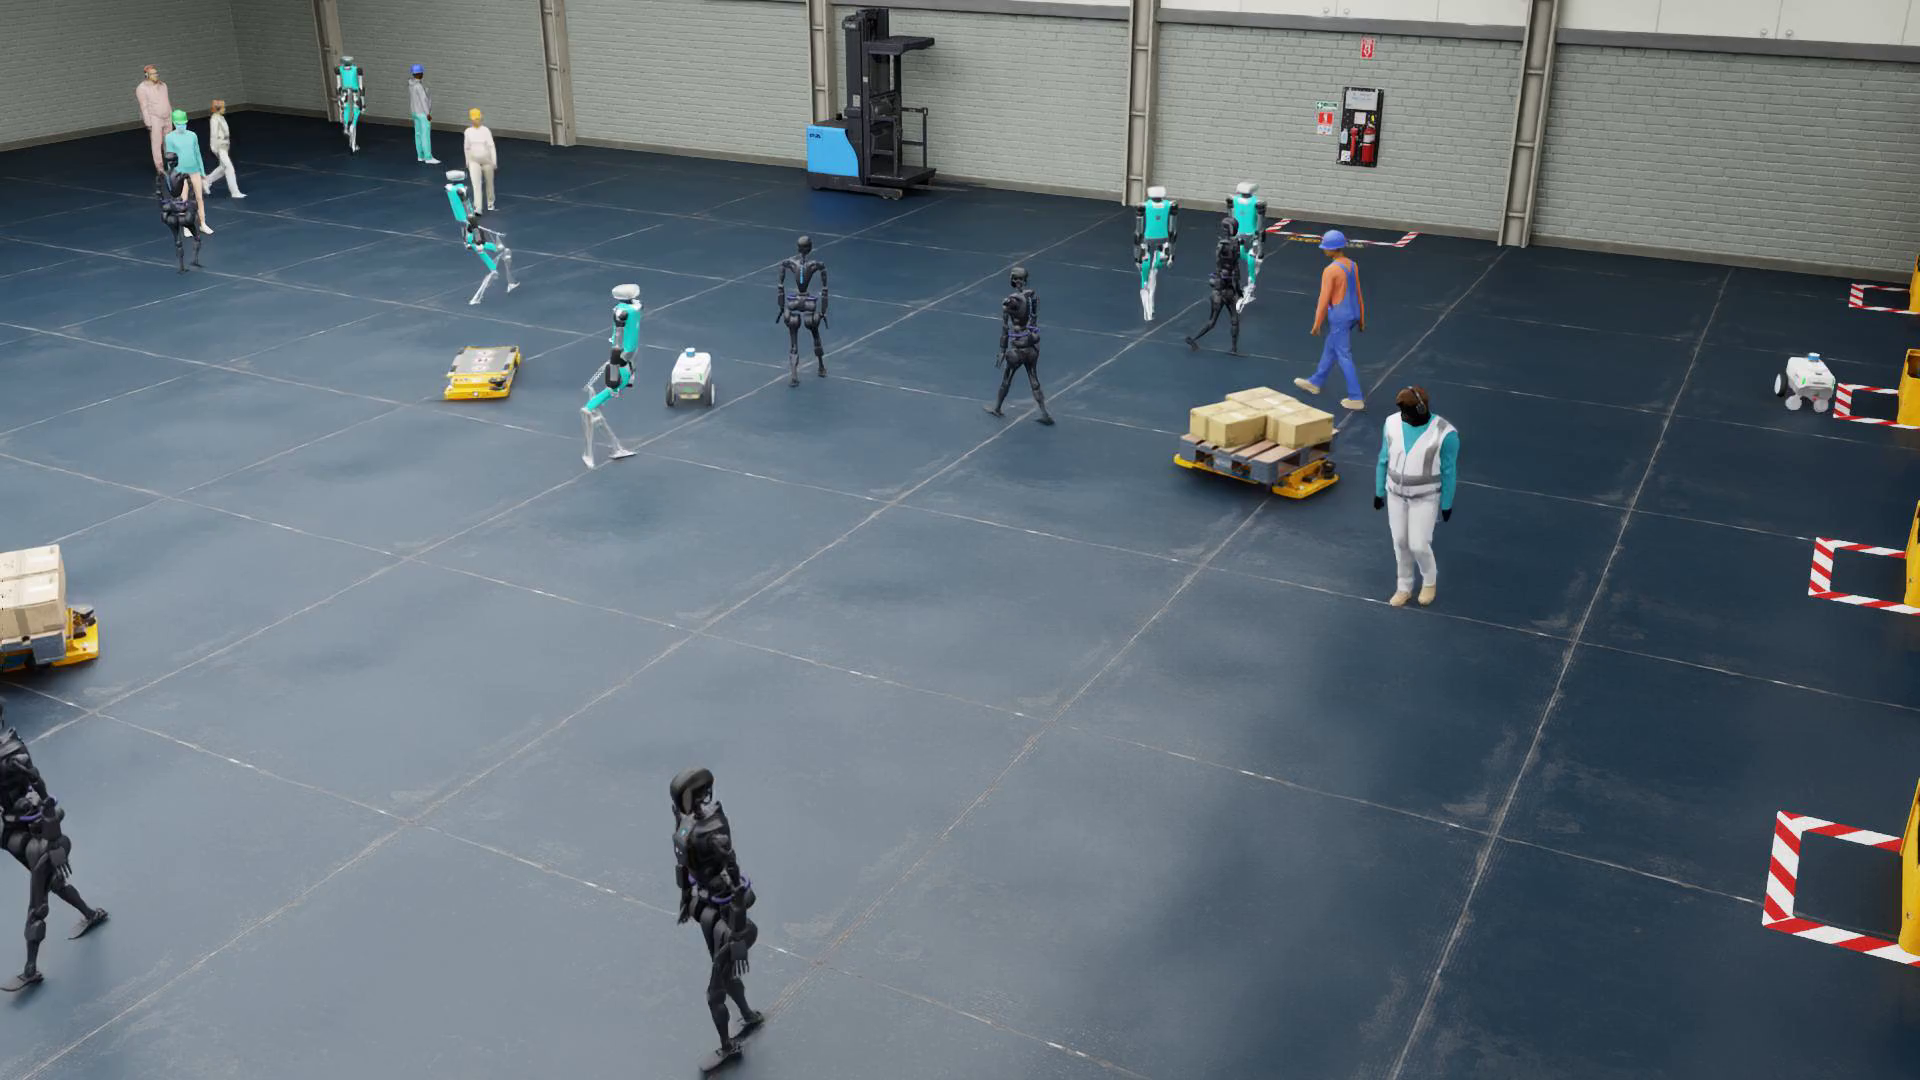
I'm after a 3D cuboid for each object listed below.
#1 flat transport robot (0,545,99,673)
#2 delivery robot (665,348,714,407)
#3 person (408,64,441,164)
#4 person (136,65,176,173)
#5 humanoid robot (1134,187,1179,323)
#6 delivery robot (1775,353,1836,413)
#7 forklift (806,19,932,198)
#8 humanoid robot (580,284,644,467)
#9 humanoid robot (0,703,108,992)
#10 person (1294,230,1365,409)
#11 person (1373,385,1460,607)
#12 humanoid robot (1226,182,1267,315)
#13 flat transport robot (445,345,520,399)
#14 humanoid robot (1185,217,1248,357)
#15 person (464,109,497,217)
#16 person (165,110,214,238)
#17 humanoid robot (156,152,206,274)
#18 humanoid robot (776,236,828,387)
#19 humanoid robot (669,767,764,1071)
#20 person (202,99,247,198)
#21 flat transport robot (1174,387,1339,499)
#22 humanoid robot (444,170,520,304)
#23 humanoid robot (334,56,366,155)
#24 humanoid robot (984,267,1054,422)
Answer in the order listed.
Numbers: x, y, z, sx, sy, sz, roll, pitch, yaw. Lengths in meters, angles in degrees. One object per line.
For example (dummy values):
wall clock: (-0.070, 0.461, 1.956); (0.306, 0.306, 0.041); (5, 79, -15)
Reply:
flat transport robot: (-7.145, 0.829, 12.234); (1.431, 0.231, 0.659); (-11, 26, -24)
delivery robot: (-2.885, -1.742, 17.877); (0.499, 0.612, 0.796); (0, 23, -1)
person: (-9.832, -7.777, 30.361); (0.359, 1.778, 0.526); (-19, 30, -37)
person: (-14.063, -7.366, 29.240); (0.412, 1.907, 0.642); (8, 25, 19)
humanoid robot: (2.361, -3.532, 20.522); (0.543, 1.738, 0.964); (-3, 23, -6)
delivery robot: (9.066, -1.706, 17.759); (0.499, 0.584, 0.756); (5, 24, 11)
forklift: (-1.573, -7.292, 27.850); (1.873, 2.768, 1.129); (12, 26, 25)
humanoid robot: (-3.441, -1.586, 15.995); (0.863, 1.774, 0.600); (4, 24, 10)
humanoid robot: (-4.973, 1.552, 8.821); (0.616, 1.618, 0.778); (10, 25, 22)
person: (3.997, -2.344, 17.607); (0.560, 1.850, 0.981); (-21, 31, -40)
person: (3.546, -0.334, 13.003); (0.651, 1.810, 0.436); (21, 31, 40)
humanoid robot: (3.662, -3.653, 20.841); (0.546, 1.730, 1.040); (17, 28, 34)
flat transport robot: (-5.312, -1.878, 18.535); (0.659, 0.231, 1.431); (-3, 23, -7)
humanoid robot: (3.021, -2.937, 19.277); (0.752, 1.639, 0.583); (15, 27, 31)
person: (-7.583, -5.981, 26.327); (0.497, 1.644, 0.874); (-4, 24, -9)
person: (-11.584, -5.504, 24.953); (0.362, 1.867, 0.518); (21, 31, 40)
humanoid robot: (-10.764, -4.511, 22.888); (0.586, 1.647, 0.363); (2, 23, 5)
humanoid robot: (-1.747, -2.554, 18.364); (0.598, 1.642, 0.609); (0, 23, 0)
humanoid robot: (-1.186, 1.820, 8.152); (0.515, 1.634, 0.602); (-18, 29, -36)
person: (-12.305, -6.474, 27.532); (0.666, 1.609, 0.549); (-4, 24, -9)
flat transport robot: (2.821, -0.723, 15.845); (1.431, 0.231, 0.659); (20, 30, 39)
humanoid robot: (-6.072, -3.942, 21.542); (1.014, 1.764, 0.551); (-17, 28, -34)
humanoid robot: (-11.513, -8.122, 31.260); (0.546, 1.803, 0.920); (0, 23, -1)
humanoid robot: (0.614, -2.012, 17.122); (0.791, 1.621, 0.591); (18, 29, 35)
